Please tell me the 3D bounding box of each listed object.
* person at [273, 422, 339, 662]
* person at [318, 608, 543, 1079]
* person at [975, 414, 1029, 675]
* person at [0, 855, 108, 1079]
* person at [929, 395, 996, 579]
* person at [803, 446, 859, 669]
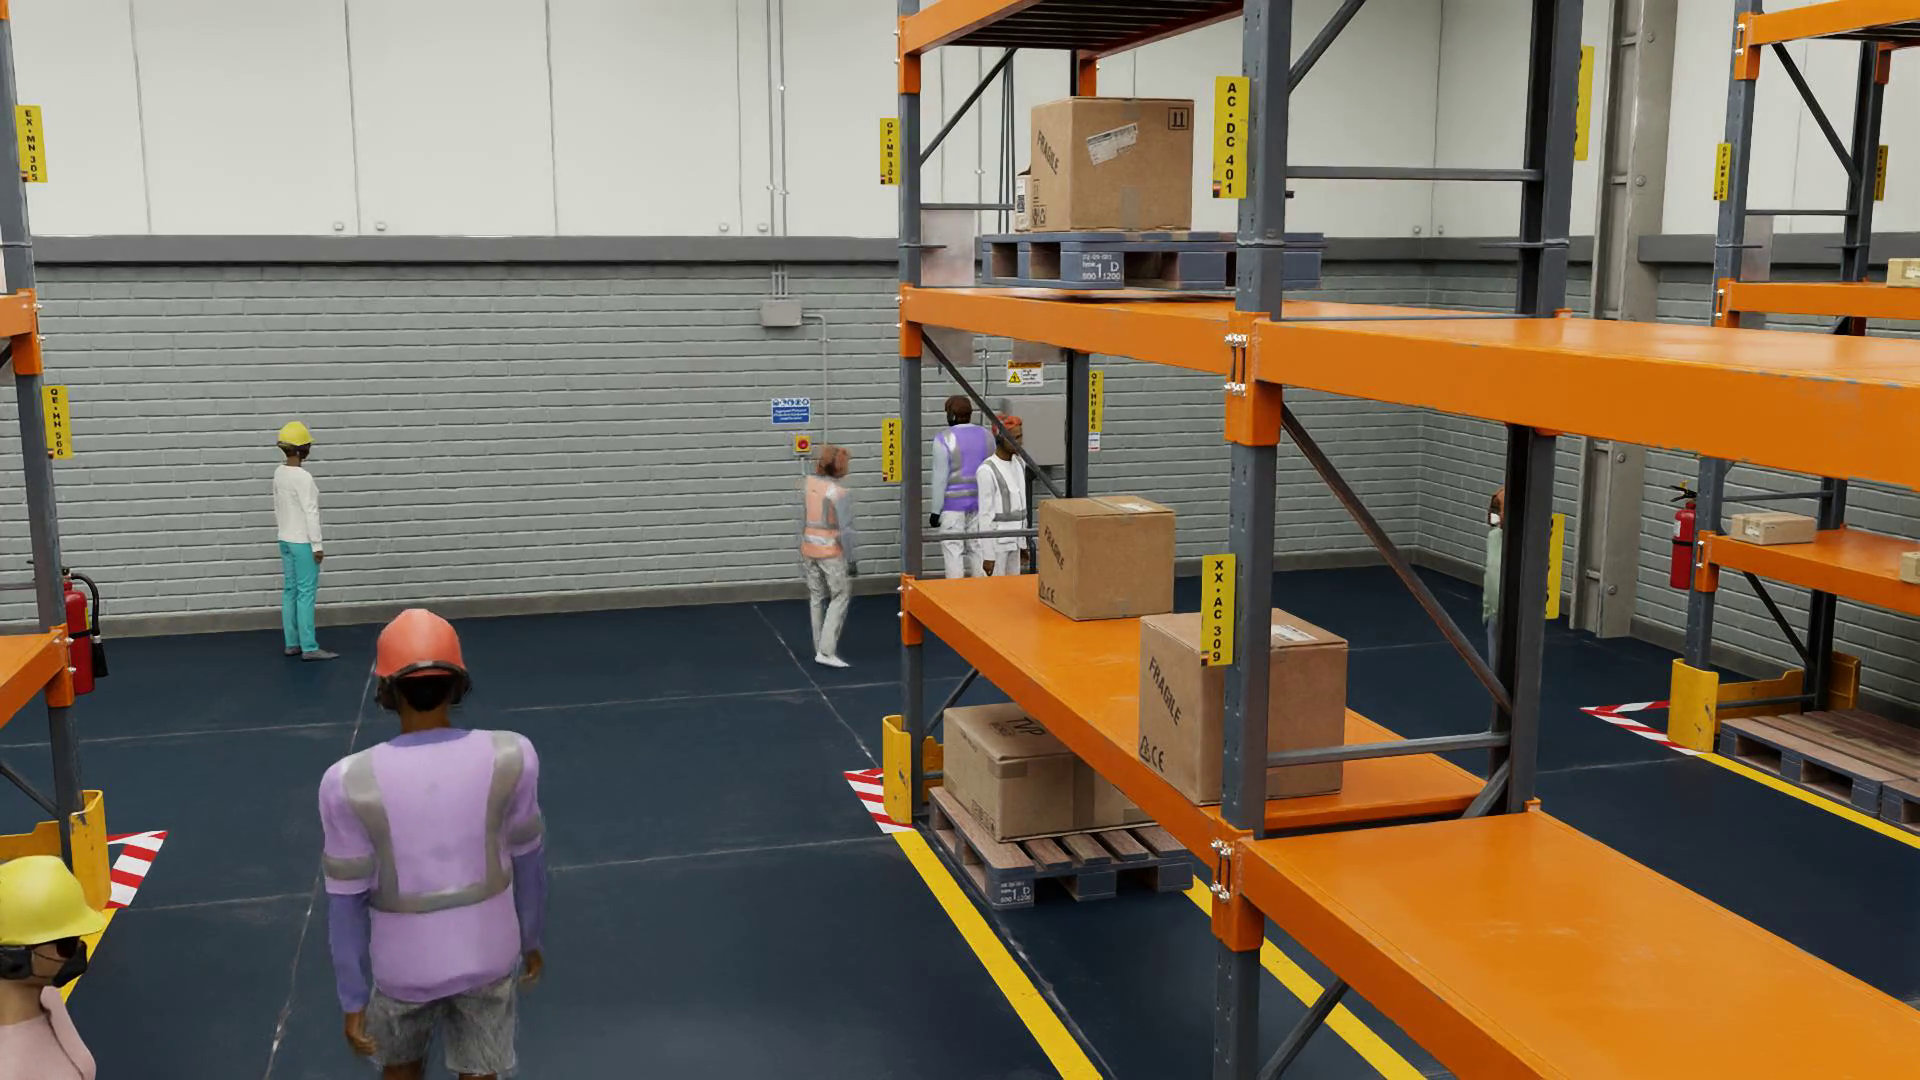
[{"bbox_3d":[-4.850,0.013,12.286,0.536,1.769,0.320,9,14,42],"label":"person"},{"bbox_3d":[-1.495,1.200,4.796,0.611,2.025,0.476,-4,11,-23],"label":"person"},{"bbox_3d":[0.304,0.044,11.807,0.353,1.878,0.568,5,11,27],"label":"person"},{"bbox_3d":[-1.976,1.539,3.612,0.335,1.765,0.526,-3,10,-17],"label":"person"},{"bbox_3d":[-0.003,-0.281,13.744,0.634,1.839,0.429,-8,13,-38],"label":"person"},{"bbox_3d":[-0.992,0.123,12.081,0.377,1.620,0.571,-9,13,-40],"label":"person"}]
